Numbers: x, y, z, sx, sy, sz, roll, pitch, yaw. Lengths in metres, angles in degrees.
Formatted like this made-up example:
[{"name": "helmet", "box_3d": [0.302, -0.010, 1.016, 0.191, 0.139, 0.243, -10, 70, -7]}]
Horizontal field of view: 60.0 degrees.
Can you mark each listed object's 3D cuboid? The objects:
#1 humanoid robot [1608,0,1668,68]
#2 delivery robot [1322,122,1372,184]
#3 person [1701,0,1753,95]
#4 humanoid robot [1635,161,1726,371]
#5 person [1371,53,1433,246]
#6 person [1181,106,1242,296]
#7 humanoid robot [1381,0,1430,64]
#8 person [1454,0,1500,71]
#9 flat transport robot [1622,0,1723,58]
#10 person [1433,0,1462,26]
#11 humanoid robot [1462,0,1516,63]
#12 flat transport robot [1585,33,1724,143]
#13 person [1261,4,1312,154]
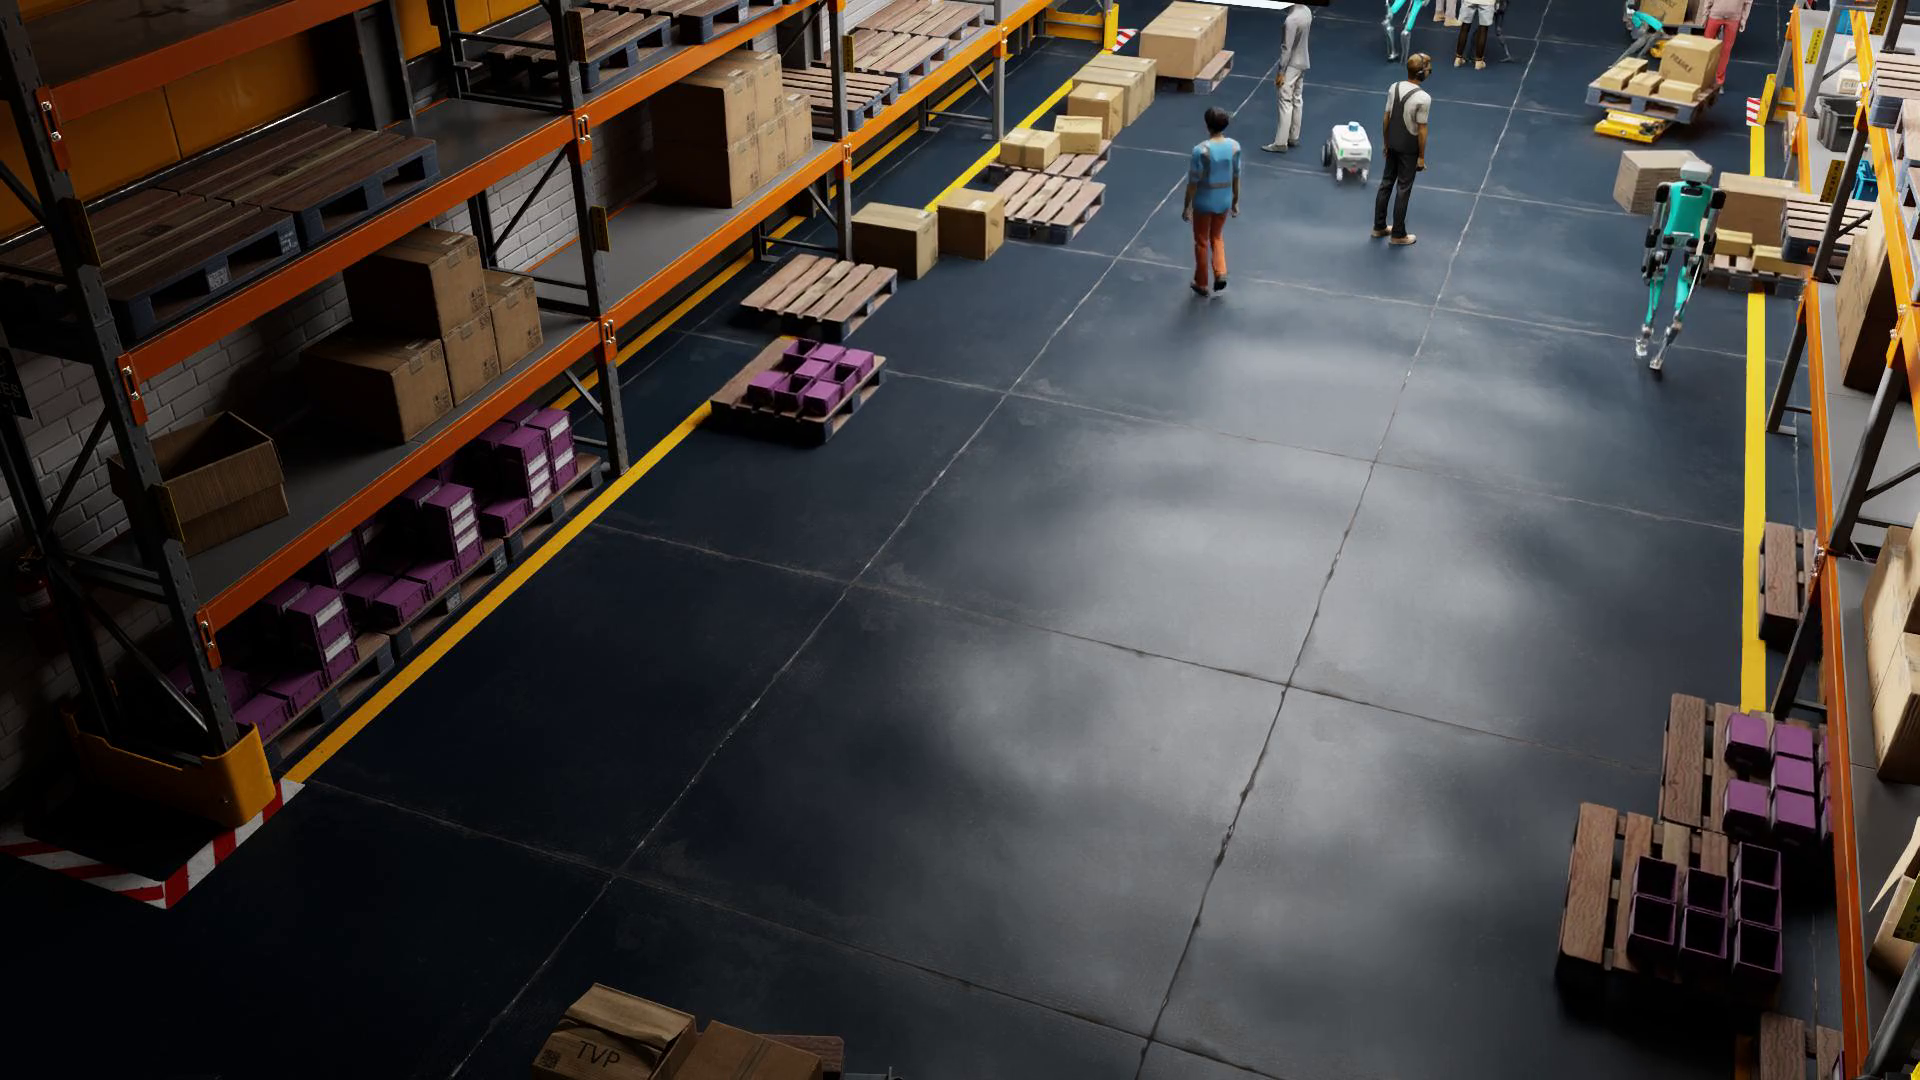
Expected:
[{"name": "humanoid robot", "box_3d": [8.468, -6.620, 20.500, 0.778, 1.782, 0.530, 11, 34, 16]}, {"name": "delivery robot", "box_3d": [4.174, -4.168, 17.793, 0.499, 0.609, 0.794, 2, 33, 3]}, {"name": "person", "box_3d": [9.118, -6.216, 19.830, 0.524, 1.772, 0.307, 10, 34, 16]}, {"name": "humanoid robot", "box_3d": [5.820, -2.151, 13.584, 0.542, 1.767, 0.910, 12, 35, 18]}, {"name": "person", "box_3d": [4.250, -3.734, 15.922, 0.328, 1.839, 0.511, -19, 37, -27]}, {"name": "person", "box_3d": [2.249, -3.013, 14.882, 0.520, 1.752, 0.418, -10, 34, -15]}, {"name": "humanoid robot", "box_3d": [5.598, -6.800, 20.887, 0.532, 1.894, 0.809, 26, 41, 35]}, {"name": "person", "box_3d": [6.468, -6.705, 20.659, 0.528, 1.688, 0.322, 16, 36, 23]}, {"name": "flat transport robot", "box_3d": [9.329, -6.578, 21.773, 0.659, 0.231, 1.431, 6, 33, 9]}, {"name": "person", "box_3d": [6.666, -7.832, 22.318, 0.295, 1.780, 0.478, -11, 34, -16]}, {"name": "humanoid robot", "box_3d": [6.751, -6.817, 20.883, 0.684, 1.619, 0.595, 28, 42, 36]}, {"name": "flat transport robot", "box_3d": [7.918, -4.914, 19.196, 0.659, 0.231, 1.431, 23, 39, 31]}, {"name": "person", "box_3d": [3.611, -5.146, 18.063, 0.401, 1.893, 0.536, 21, 38, 29]}]
